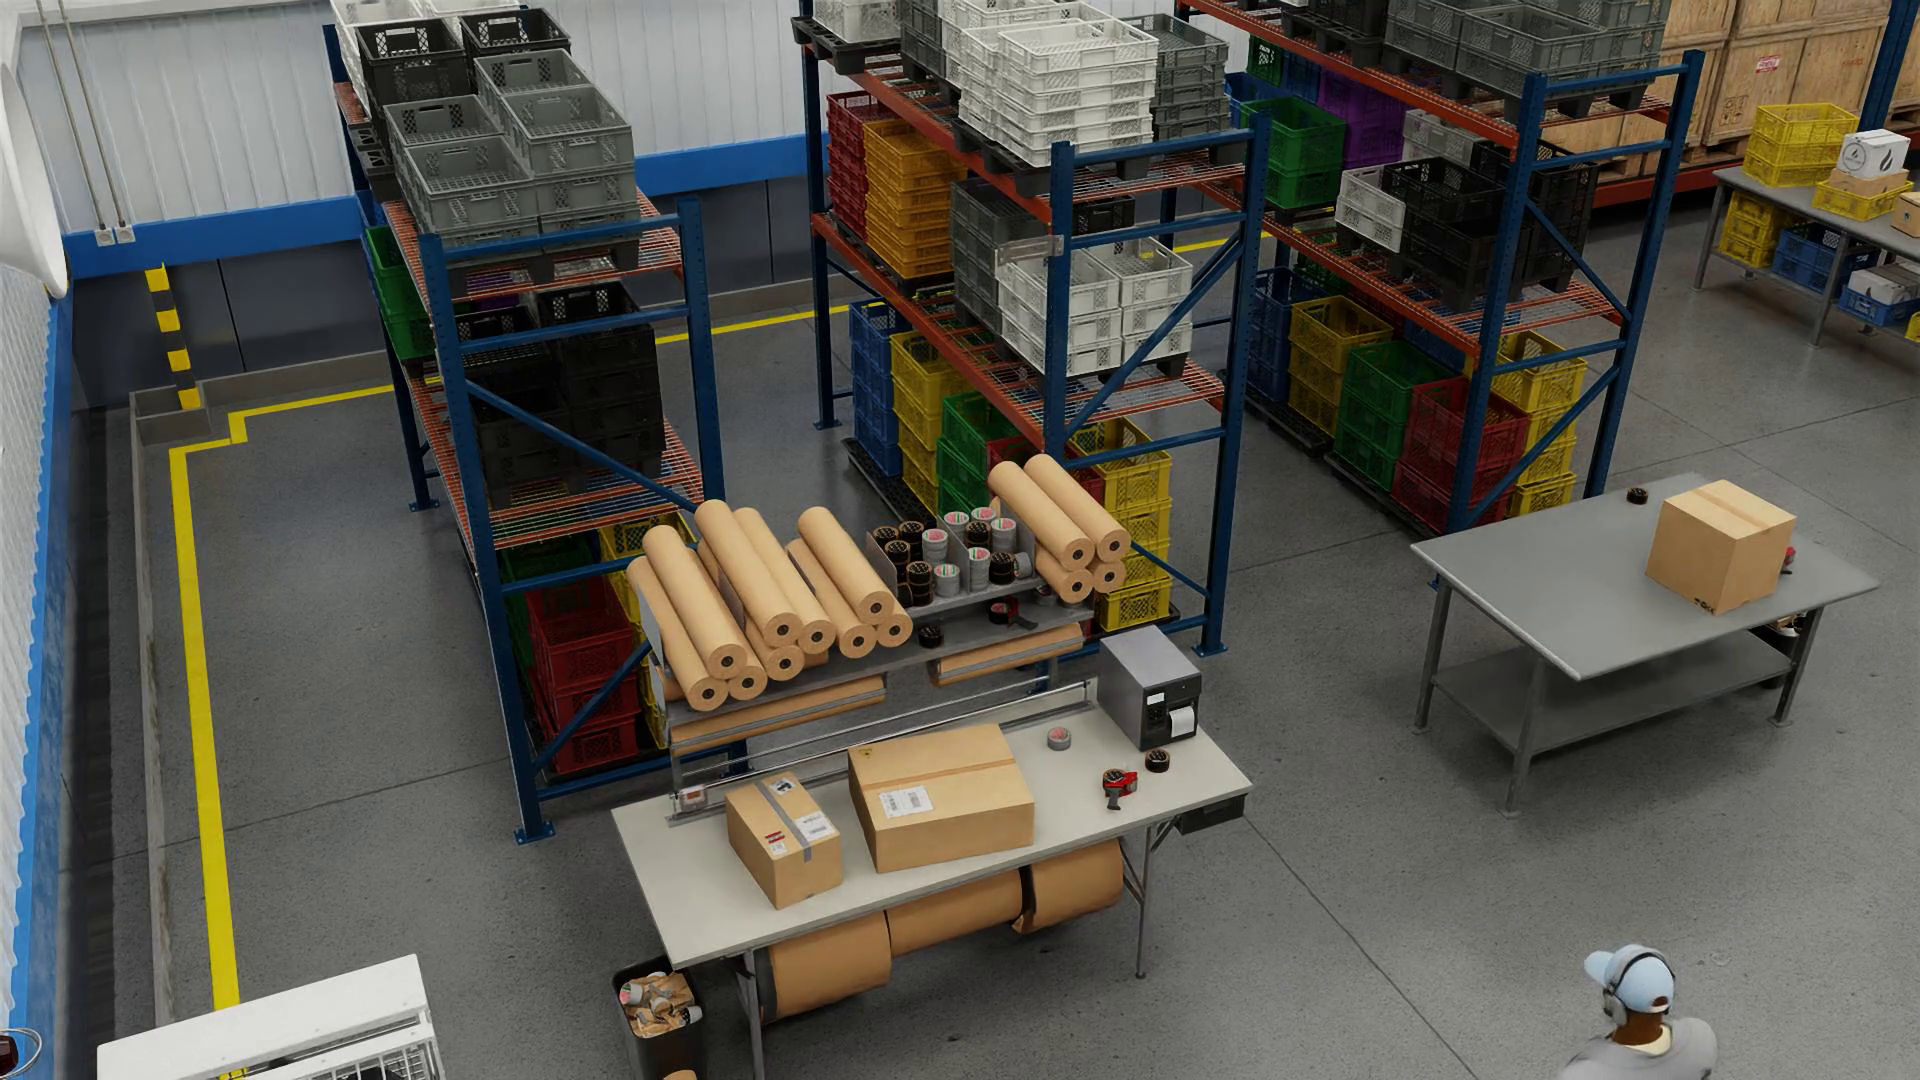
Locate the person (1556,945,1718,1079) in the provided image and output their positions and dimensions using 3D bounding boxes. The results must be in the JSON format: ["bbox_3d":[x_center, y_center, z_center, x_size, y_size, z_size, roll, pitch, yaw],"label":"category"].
[{"bbox_3d":[1.991,1.979,5.251,0.587,1.847,0.401,-13,34,-21],"label":"person"}]
